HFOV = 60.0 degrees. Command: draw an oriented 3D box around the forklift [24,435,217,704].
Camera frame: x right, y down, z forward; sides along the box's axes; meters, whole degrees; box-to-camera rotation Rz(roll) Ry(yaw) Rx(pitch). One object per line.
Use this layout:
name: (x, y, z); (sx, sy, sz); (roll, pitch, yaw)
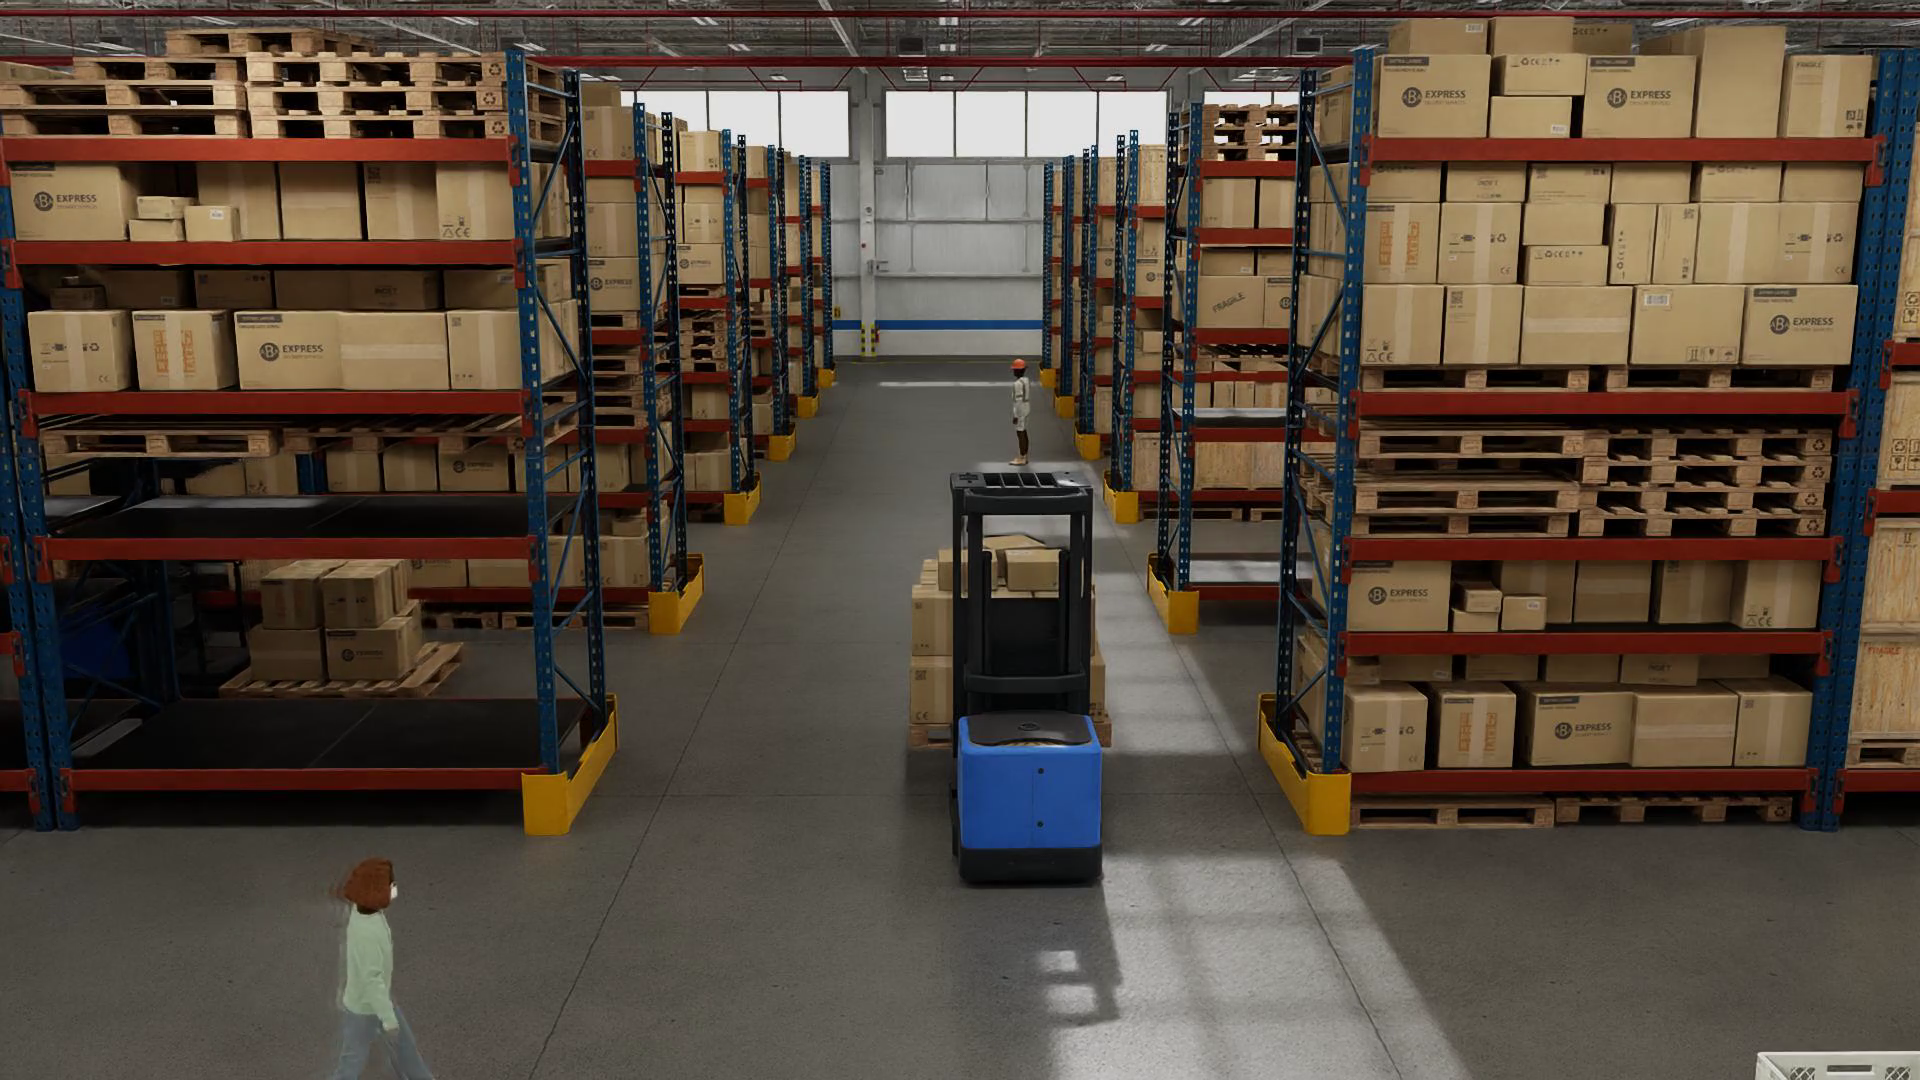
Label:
forklift: (-8.361, 0.189, 16.763); (1.873, 2.768, 1.129); (0, 11, -1)

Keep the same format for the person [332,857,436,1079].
person: (-3.022, 2.442, 8.801); (0.854, 1.588, 0.534); (-3, 12, -14)

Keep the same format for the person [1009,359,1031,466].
person: (1.144, -2.448, 31.914); (0.376, 2.045, 0.605); (4, 12, 17)

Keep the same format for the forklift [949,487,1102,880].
forklift: (0.495, 0.986, 12.813); (1.129, 2.768, 1.873); (0, 11, -2)
